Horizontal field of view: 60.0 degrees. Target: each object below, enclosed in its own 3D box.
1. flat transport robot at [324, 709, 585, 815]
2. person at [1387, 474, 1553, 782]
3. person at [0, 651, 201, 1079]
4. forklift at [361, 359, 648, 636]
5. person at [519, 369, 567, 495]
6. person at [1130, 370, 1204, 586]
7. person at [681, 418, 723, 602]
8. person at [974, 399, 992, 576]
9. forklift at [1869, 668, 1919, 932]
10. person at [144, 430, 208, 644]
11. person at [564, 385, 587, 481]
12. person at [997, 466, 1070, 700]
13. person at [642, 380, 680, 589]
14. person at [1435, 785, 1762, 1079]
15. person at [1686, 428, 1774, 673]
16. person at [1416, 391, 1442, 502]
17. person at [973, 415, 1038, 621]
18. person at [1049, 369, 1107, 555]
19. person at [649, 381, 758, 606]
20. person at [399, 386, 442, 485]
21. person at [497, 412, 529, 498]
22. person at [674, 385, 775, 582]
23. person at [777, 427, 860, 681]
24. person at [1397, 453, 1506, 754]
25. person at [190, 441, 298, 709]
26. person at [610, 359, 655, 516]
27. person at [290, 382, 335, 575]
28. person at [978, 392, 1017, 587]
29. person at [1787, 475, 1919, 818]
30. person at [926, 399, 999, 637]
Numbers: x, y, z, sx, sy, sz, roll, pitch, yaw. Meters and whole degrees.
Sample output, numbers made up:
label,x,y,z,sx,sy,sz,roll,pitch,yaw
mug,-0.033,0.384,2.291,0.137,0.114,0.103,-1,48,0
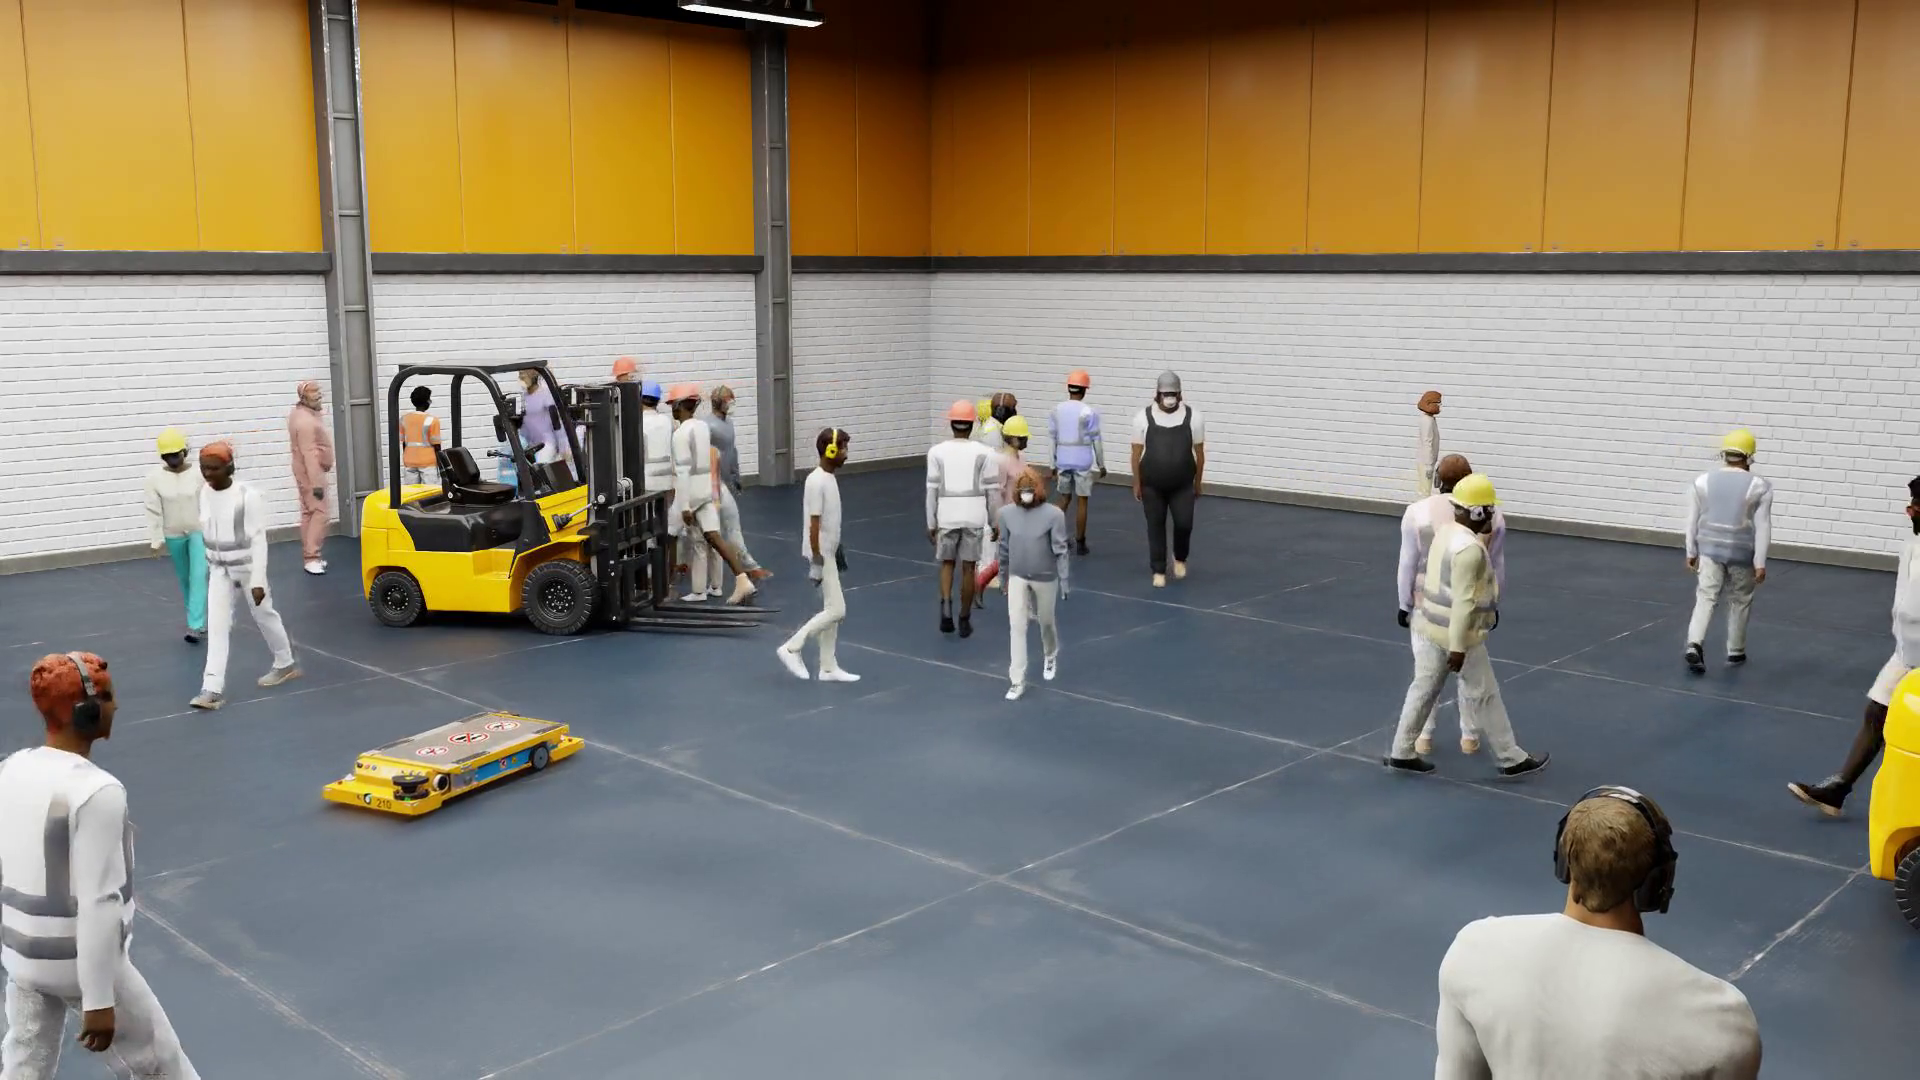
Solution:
label,x,y,z,sx,sy,sz,roll,pitch,yaw
flat transport robot,-2.889,1.257,9.619,0.652,0.197,1.431,5,10,26
person,2.934,0.510,9.574,0.934,1.778,0.613,0,9,-2
person,-2.582,1.231,5.011,0.606,1.823,1.019,6,11,31
forklift,-3.850,-0.407,13.936,2.313,2.155,1.214,2,9,11
person,-4.801,-1.046,18.884,0.639,1.860,1.072,8,13,42
person,1.918,-0.577,15.453,0.693,2.000,0.535,1,9,5
person,-2.304,-0.265,14.768,0.312,1.638,0.512,6,11,31
person,0.264,-0.519,16.112,0.310,1.722,0.619,2,10,14
forklift,5.205,0.723,7.013,2.313,2.155,1.214,9,13,43
person,-6.119,-0.033,13.146,0.525,1.686,0.934,-3,10,-16
person,-3.617,-0.528,15.707,1.032,1.855,0.608,-6,11,-32
person,0.527,0.264,11.676,0.525,1.598,0.833,2,10,15
person,-2.859,-0.509,15.401,0.643,1.930,0.441,-8,12,-41
person,1.277,1.440,3.395,0.636,1.938,0.358,8,12,40
person,5.596,0.081,12.153,0.599,1.803,0.834,8,12,40
person,5.098,-0.809,18.114,0.272,1.632,0.507,2,10,14
person,0.386,-0.195,14.051,0.751,1.743,0.533,5,10,26
person,1.216,-0.799,17.180,0.555,1.922,0.467,6,11,34
person,-2.291,-0.398,14.558,1.085,1.996,0.601,3,10,20
person,-5.817,-0.818,18.008,0.531,1.690,0.319,3,10,20
person,-4.160,-0.453,15.757,0.590,1.683,0.545,-4,10,-21
person,-2.307,-0.528,15.690,1.046,1.876,0.736,1,9,7
person,-0.990,0.115,11.838,0.474,1.845,0.527,1,9,3
person,2.976,0.391,10.132,0.633,1.839,0.429,1,9,6
person,-4.924,0.207,11.393,0.582,1.808,1.068,2,10,13
person,-3.751,-1.070,18.776,0.603,1.929,1.015,5,10,27
person,-6.279,-0.607,16.177,0.400,1.871,0.743,-4,10,-25
person,0.410,-0.453,15.379,0.569,1.823,0.634,2,9,11
person,4.953,0.591,8.672,1.010,1.908,0.612,0,9,-1
person,0.020,-0.168,13.335,0.565,1.917,0.473,1,9,8
